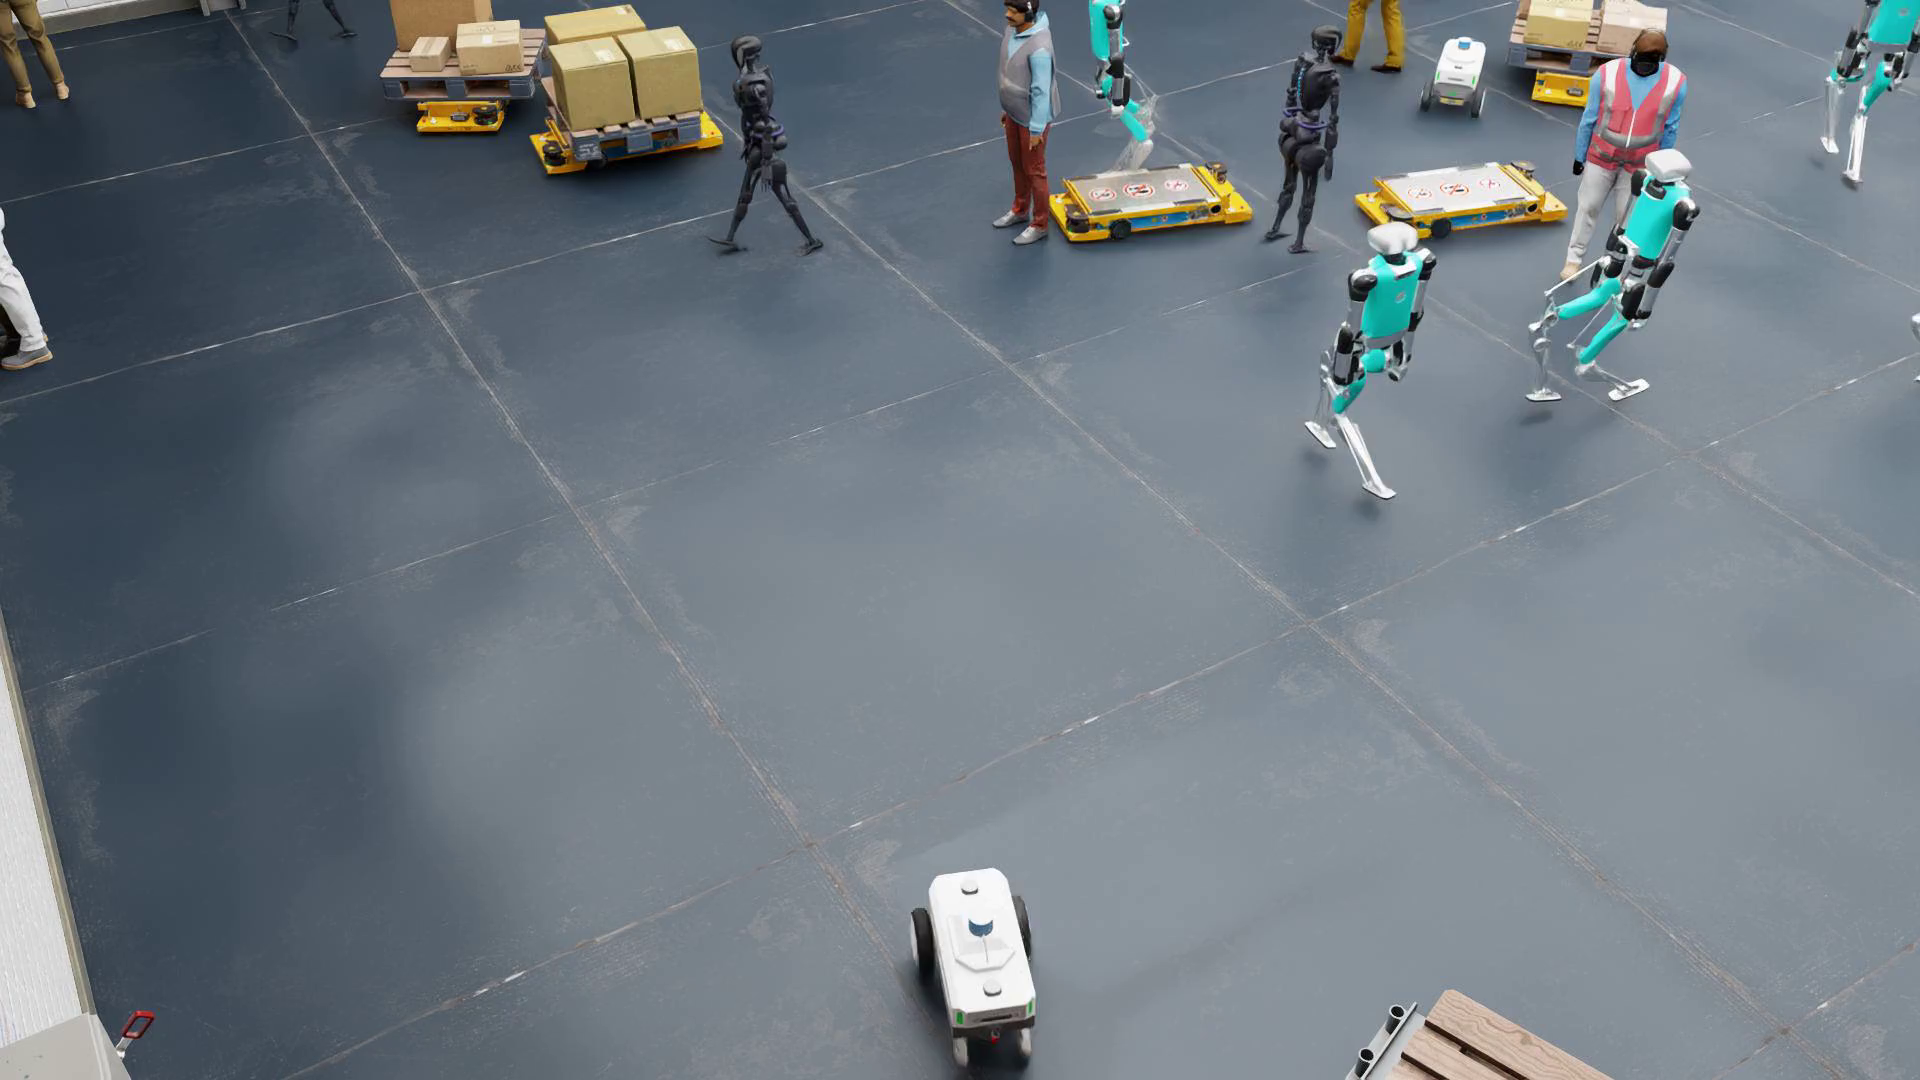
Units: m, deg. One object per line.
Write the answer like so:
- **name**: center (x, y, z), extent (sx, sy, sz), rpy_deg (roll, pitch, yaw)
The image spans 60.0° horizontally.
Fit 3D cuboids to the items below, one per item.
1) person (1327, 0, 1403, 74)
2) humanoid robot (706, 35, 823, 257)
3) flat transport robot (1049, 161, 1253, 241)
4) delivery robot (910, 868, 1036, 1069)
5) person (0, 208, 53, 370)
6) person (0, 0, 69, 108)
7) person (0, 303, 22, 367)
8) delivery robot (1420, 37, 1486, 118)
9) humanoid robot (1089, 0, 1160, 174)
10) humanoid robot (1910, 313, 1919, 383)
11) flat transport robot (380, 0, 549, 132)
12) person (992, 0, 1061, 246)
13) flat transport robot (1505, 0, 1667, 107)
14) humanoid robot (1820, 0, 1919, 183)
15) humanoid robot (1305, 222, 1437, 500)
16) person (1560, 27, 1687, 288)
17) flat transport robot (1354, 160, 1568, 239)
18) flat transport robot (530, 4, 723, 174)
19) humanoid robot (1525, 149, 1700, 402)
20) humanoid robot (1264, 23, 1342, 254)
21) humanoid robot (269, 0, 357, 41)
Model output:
- **person**: center (3.584, -4.891, 14.291), extent (0.764, 1.711, 0.563), rpy_deg (24, 44, 27)
- **humanoid robot**: center (-1.416, -2.741, 11.652), extent (0.807, 1.617, 0.589), rpy_deg (-15, 41, -18)
- **flat transport robot**: center (1.412, -2.542, 12.500), extent (1.431, 0.231, 0.659), rpy_deg (-9, 39, -11)
- **delivery robot**: center (0.081, 1.732, 6.885), extent (0.499, 0.606, 0.807), rpy_deg (-6, 39, -8)
- **person**: center (-6.190, -1.962, 10.468), extent (0.337, 1.882, 0.583), rpy_deg (-17, 41, -20)
- **person**: center (-7.853, -4.442, 13.691), extent (0.521, 1.767, 0.379), rpy_deg (-25, 45, -28)
- **person**: center (-6.290, -1.995, 10.468), extent (0.370, 1.934, 0.550), rpy_deg (-4, 39, -6)
- **delivery robot**: center (4.199, -3.924, 14.010), extent (0.499, 0.592, 0.774), rpy_deg (13, 40, 15)
- **humanoid robot**: center (1.266, -3.380, 12.369), extent (0.684, 1.790, 0.531), rpy_deg (-8, 39, -10)
- **humanoid robot**: center (6.229, -1.585, 10.188), extent (0.740, 1.884, 0.543), rpy_deg (-16, 41, -19)
- **flat transport robot**: center (-4.135, -3.843, 14.141), extent (0.659, 0.231, 1.431), rpy_deg (-1, 38, -1)
- **person**: center (0.486, -3.016, 11.814), extent (0.420, 1.870, 0.528), rpy_deg (-16, 41, -19)
- **flat transport robot**: center (5.398, -4.140, 14.516), extent (0.659, 0.231, 1.431), rpy_deg (13, 40, 15)
- **humanoid robot**: center (6.964, -3.671, 12.752), extent (0.533, 1.749, 0.924), rpy_deg (7, 39, 9)
- **humanoid robot**: center (2.241, -1.097, 9.513), extent (0.561, 1.744, 1.042), rpy_deg (-18, 42, -21)
- **person**: center (4.490, -2.588, 11.302), extent (0.626, 1.834, 0.430), rpy_deg (11, 40, 14)
- **flat transport robot**: center (3.771, -2.555, 12.515), extent (1.431, 0.231, 0.659), rpy_deg (-9, 39, -12)
- **flat transport robot**: center (-2.697, -3.276, 13.425), extent (1.431, 0.231, 0.659), rpy_deg (-15, 41, -18)
- **humanoid robot**: center (3.841, -1.478, 9.992), extent (1.029, 1.741, 0.535), rpy_deg (-10, 39, -12)
- **humanoid robot**: center (2.445, -2.841, 11.748), extent (0.305, 1.653, 0.610), rpy_deg (-16, 41, -19)
- **humanoid robot**: center (-5.889, -5.190, 14.734), extent (0.729, 1.633, 0.584), rpy_deg (-24, 44, -28)
